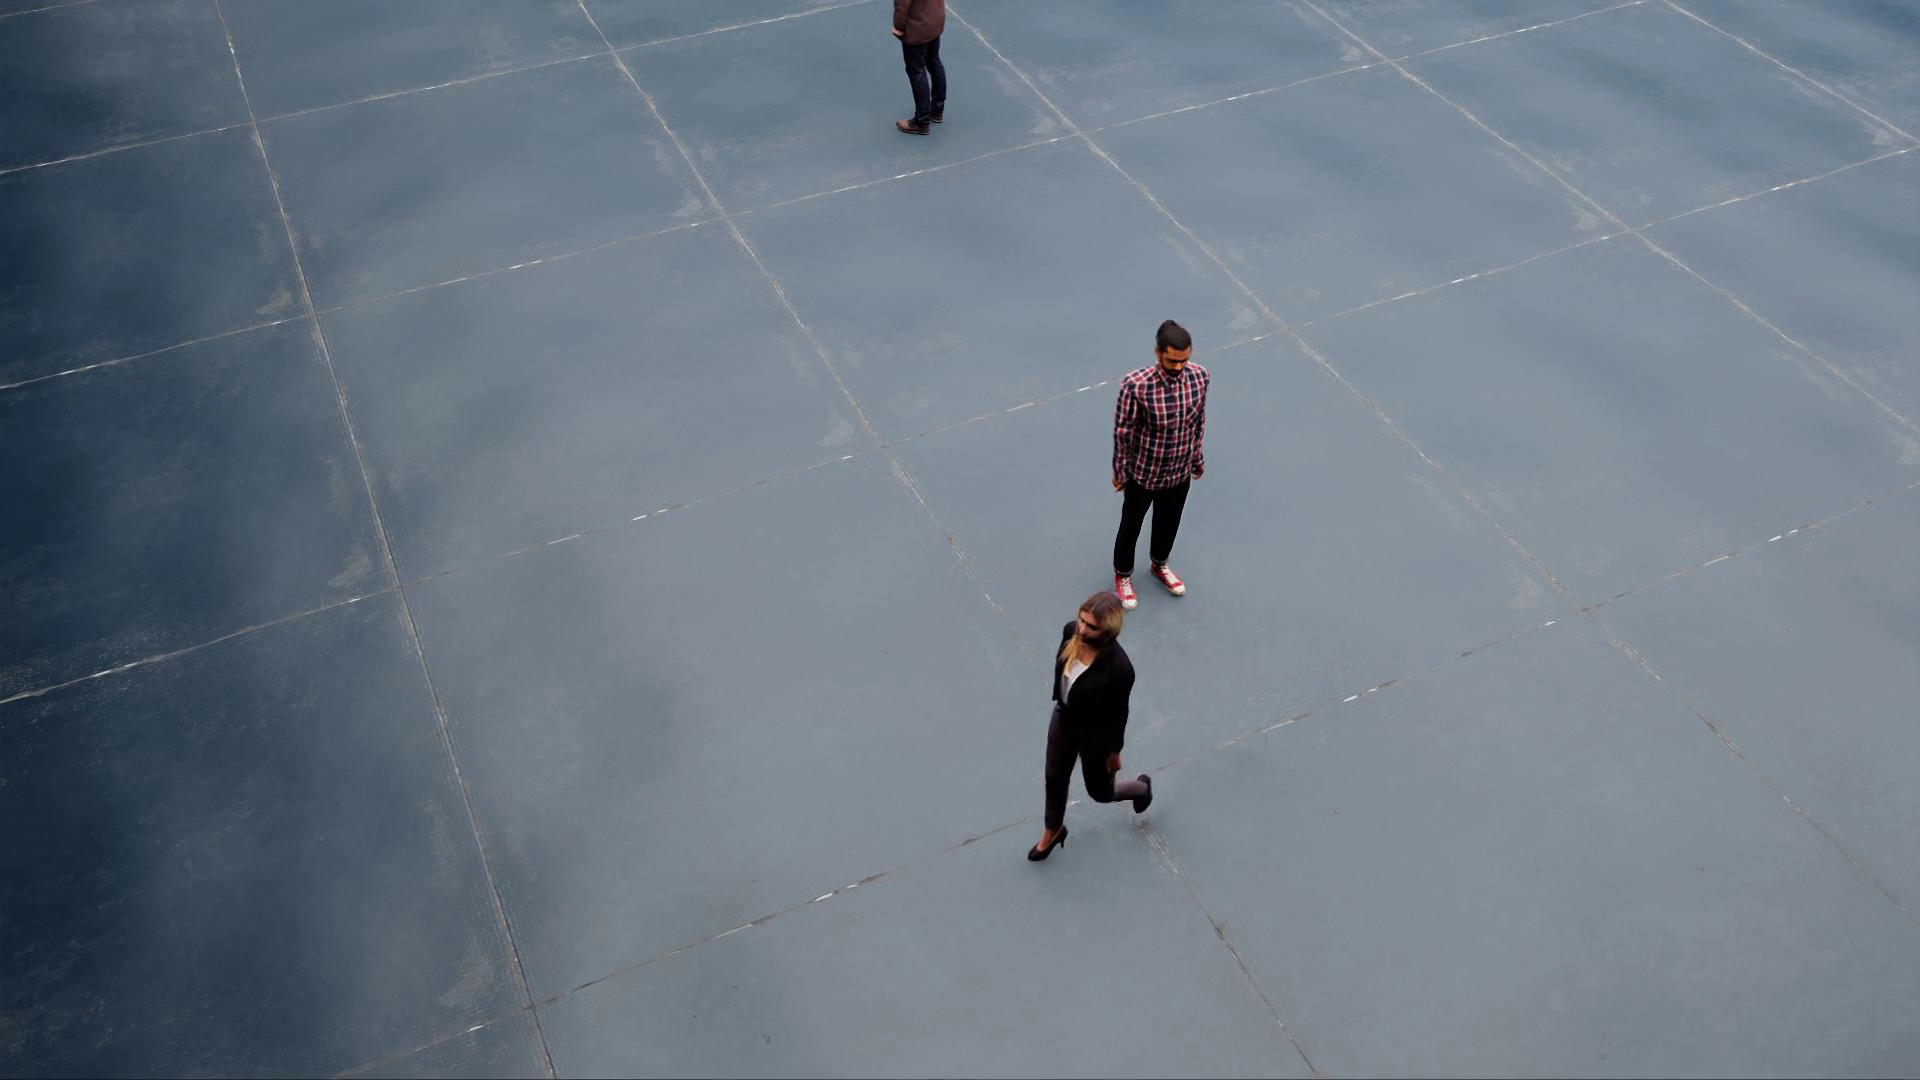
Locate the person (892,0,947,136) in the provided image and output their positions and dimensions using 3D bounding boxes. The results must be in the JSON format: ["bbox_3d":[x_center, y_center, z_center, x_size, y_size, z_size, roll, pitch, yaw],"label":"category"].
[{"bbox_3d":[-0.301,-4.041,12.832,0.869,1.847,0.863,24,47,24],"label":"person"}]

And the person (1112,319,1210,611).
[{"bbox_3d":[1.059,-0.413,8.901,0.701,1.760,0.593,-14,44,-15],"label":"person"}]

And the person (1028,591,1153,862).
[{"bbox_3d":[0.641,0.848,7.591,0.777,1.654,0.901,-26,48,-26],"label":"person"}]
